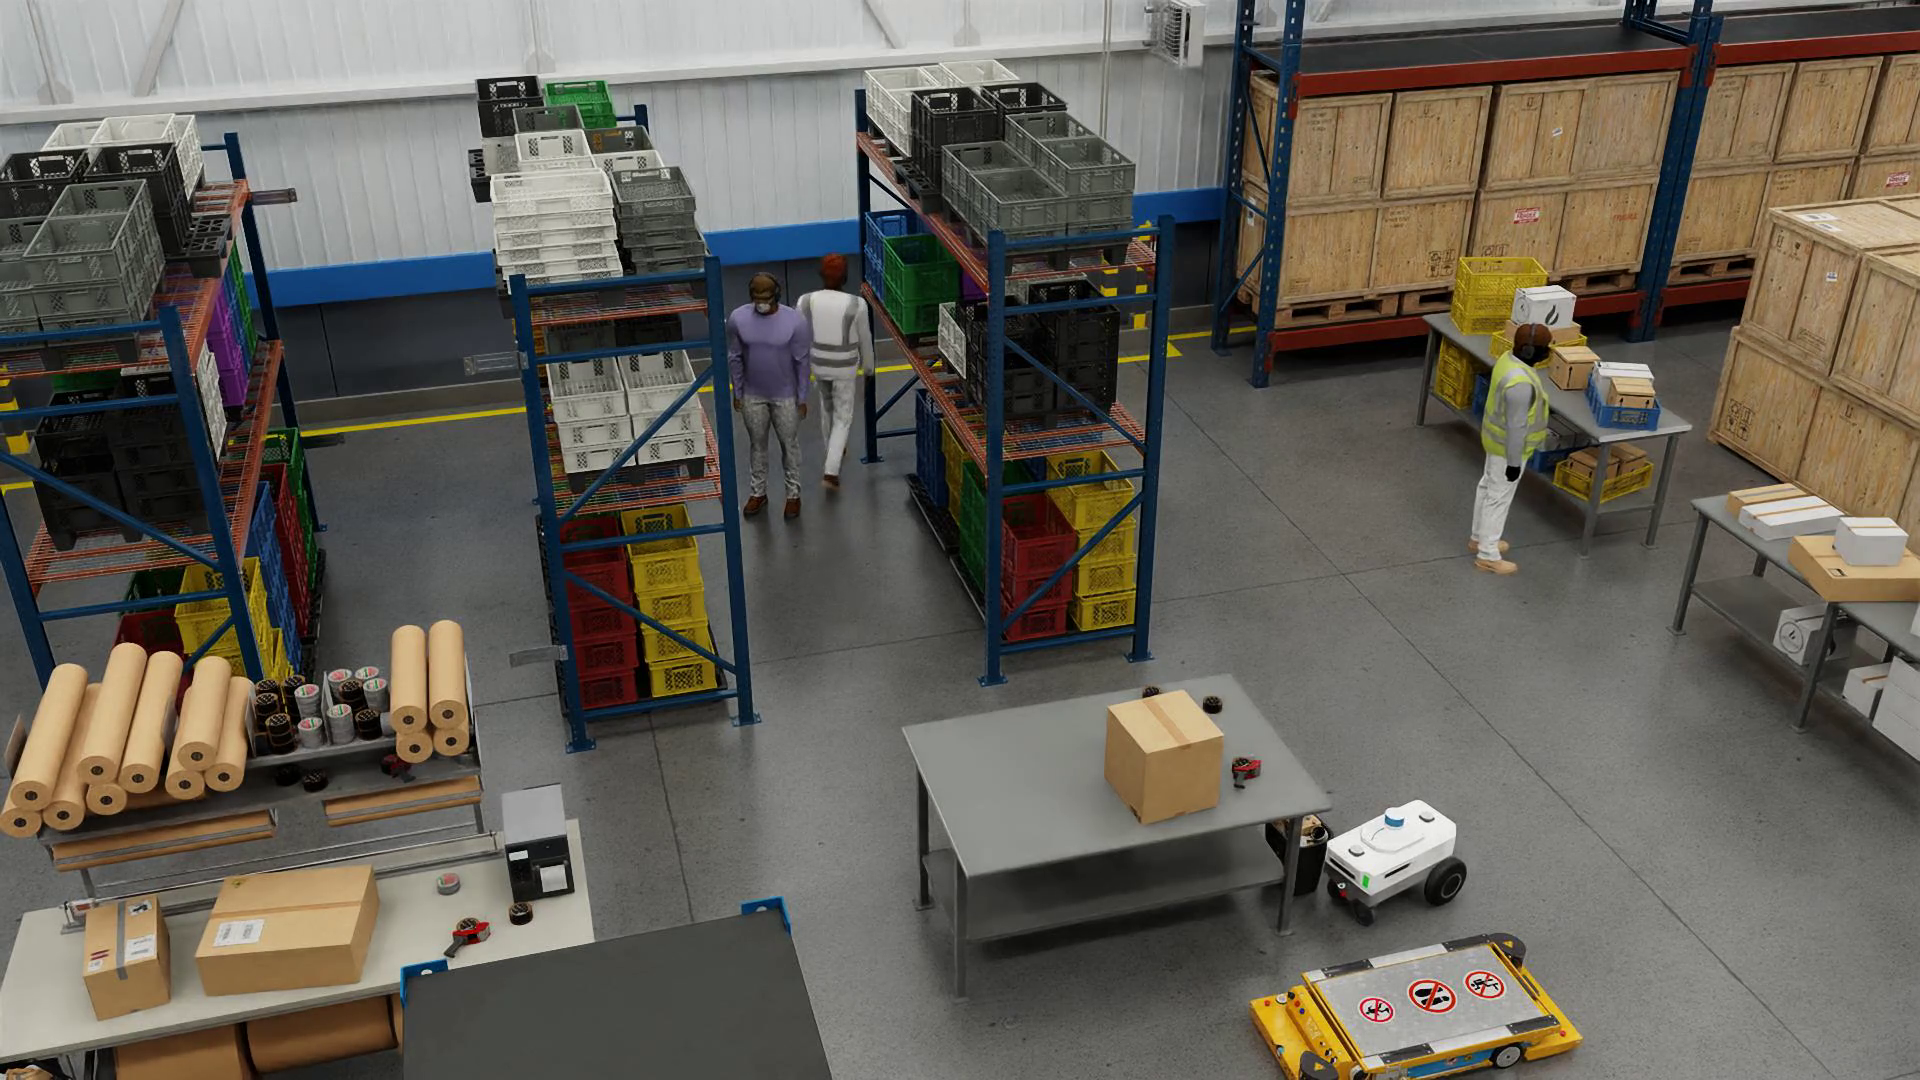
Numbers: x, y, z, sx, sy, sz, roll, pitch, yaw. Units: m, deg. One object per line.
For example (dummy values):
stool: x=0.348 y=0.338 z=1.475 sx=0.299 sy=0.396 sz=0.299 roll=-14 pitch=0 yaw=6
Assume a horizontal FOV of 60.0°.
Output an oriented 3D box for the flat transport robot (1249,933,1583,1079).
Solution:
flat transport robot: x=2.184 y=2.282 z=7.980 sx=1.431 sy=0.197 sz=0.652 roll=-8 pitch=30 yaw=-14

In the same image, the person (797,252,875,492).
person: x=-0.991 y=-1.296 z=12.876 sx=0.569 sy=1.852 sz=0.874 roll=9 pitch=30 yaw=16

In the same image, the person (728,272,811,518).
person: x=-1.410 y=-1.082 z=12.385 sx=0.630 sy=1.938 sz=0.372 roll=5 pitch=29 yaw=9

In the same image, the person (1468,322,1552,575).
person: x=3.885 y=-0.664 z=11.722 sx=0.430 sy=1.843 sz=0.626 roll=4 pitch=29 yaw=8

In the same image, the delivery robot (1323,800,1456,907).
delivery robot: x=2.266 y=1.634 z=8.773 sx=0.707 sy=0.478 sz=0.477 roll=-17 pitch=33 yaw=-28
